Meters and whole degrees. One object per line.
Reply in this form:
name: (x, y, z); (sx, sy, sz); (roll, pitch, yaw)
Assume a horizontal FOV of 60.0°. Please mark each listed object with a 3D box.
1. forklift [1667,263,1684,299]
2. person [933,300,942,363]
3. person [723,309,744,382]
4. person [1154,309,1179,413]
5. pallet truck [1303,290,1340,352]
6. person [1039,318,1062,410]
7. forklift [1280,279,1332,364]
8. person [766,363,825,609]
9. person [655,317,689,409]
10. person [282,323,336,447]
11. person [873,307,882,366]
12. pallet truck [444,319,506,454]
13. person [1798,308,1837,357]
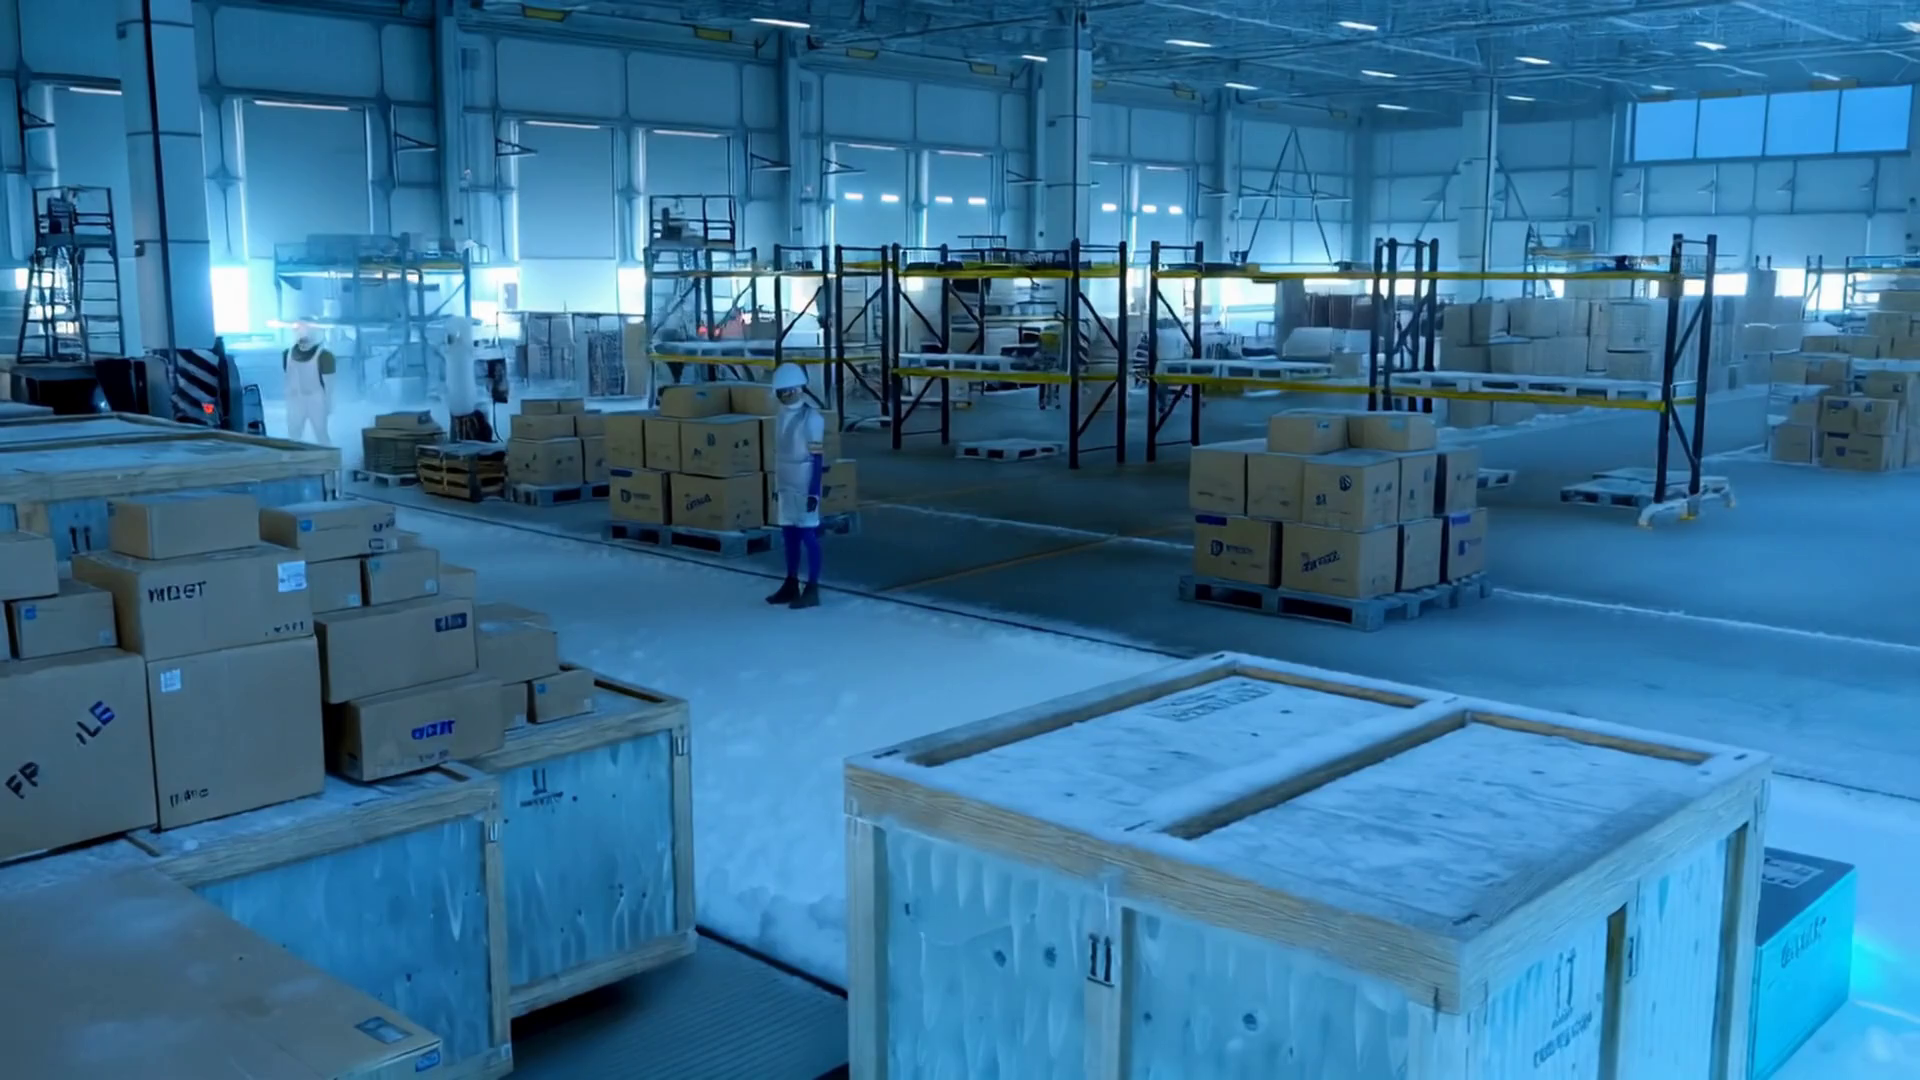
forklift: (19.350, -6.114, 45.032); (1.873, 2.768, 1.129); (3, 10, 17)
person: (-0.434, -4.628, 38.826); (0.381, 1.935, 0.551); (2, 9, 11)
person: (-4.197, -3.344, 31.031); (0.456, 1.922, 0.659); (-4, 10, -24)
person: (3.763, -3.289, 30.642); (0.410, 1.915, 0.607); (-7, 12, -37)
pallet truck: (11.297, -6.951, 52.861); (1.885, 1.965, 0.823); (-5, 11, -29)
person: (1.730, -3.327, 31.458); (0.488, 1.736, 0.321); (-5, 11, -28)
forklift: (8.964, -6.040, 44.578); (1.873, 2.768, 1.129); (5, 10, 28)
person: (-1.301, -0.427, 13.068); (0.375, 1.930, 0.542); (-8, 12, -40)
person: (-5.130, -3.091, 29.786); (0.844, 1.815, 0.629); (-6, 11, -34)
person: (-8.403, -1.850, 21.453); (0.694, 2.000, 1.056); (0, 9, 0)
person: (-2.164, -5.384, 44.394); (0.314, 1.632, 0.521); (-2, 9, -10)
pallet truck: (-6.981, -1.942, 22.150); (1.885, 1.965, 0.823); (1, 9, 9)
person: (16.681, -3.564, 32.401); (0.640, 1.908, 0.959); (5, 10, 26)
